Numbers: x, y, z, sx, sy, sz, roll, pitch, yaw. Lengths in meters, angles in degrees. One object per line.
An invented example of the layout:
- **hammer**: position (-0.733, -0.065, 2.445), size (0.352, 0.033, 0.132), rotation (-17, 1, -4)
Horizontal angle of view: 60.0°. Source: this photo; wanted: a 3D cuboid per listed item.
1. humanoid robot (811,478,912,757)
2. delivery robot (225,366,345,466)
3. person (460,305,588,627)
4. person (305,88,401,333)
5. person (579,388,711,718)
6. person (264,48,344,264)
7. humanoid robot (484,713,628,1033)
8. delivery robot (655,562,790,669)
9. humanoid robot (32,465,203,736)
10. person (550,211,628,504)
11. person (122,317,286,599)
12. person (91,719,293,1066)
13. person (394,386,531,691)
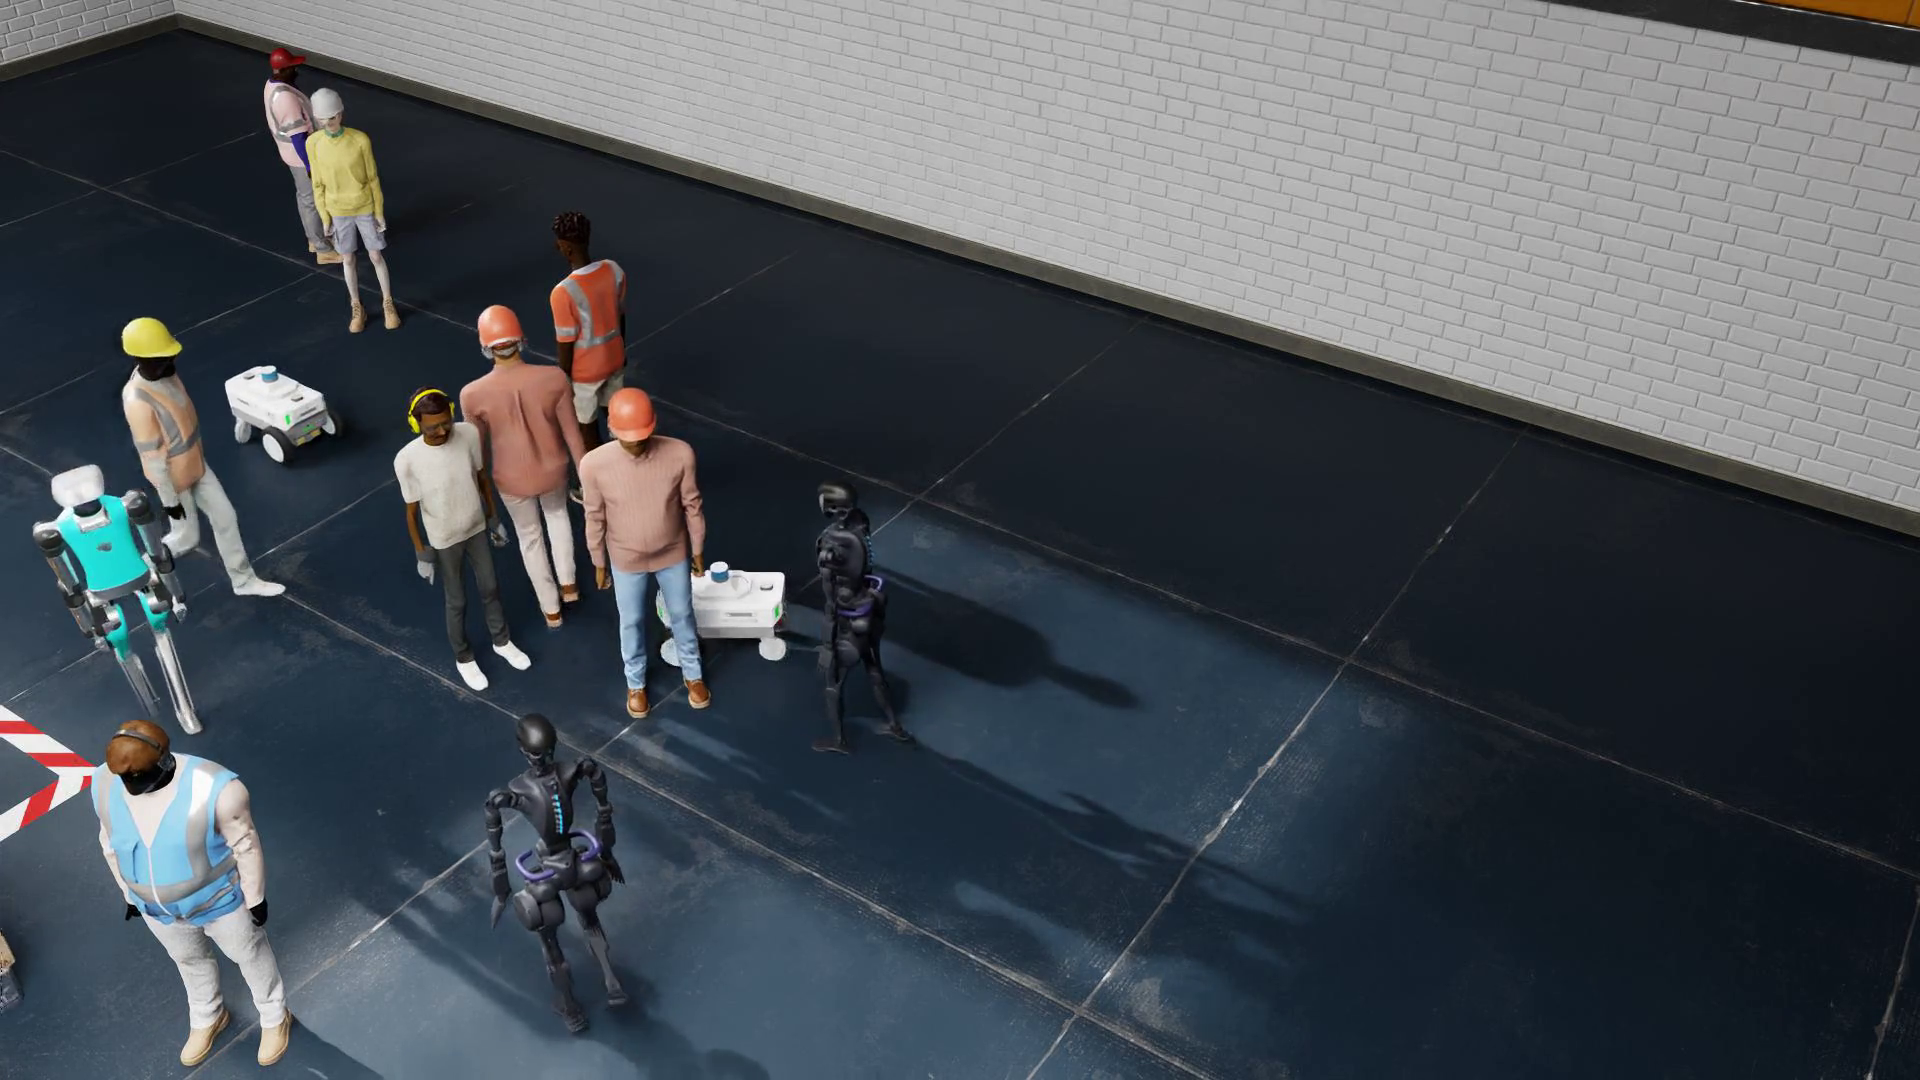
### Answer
- **humanoid robot**: position (-0.522, 0.407, 8.469), size (0.489, 1.640, 0.608), rotation (11, 36, 15)
- **delivery robot**: position (-4.610, -0.877, 11.277), size (0.777, 0.605, 0.521), rotation (22, 41, 28)
- **person**: position (-2.426, -0.408, 9.366), size (0.635, 1.966, 0.546), rotation (-14, 37, -19)
- **person**: position (-4.515, -2.444, 12.349), size (0.485, 1.885, 0.404), rotation (-8, 36, -12)
- **person**: position (-1.618, 0.072, 8.665), size (0.610, 1.986, 0.398), rotation (-9, 36, -13)
- **person**: position (-5.267, -3.092, 13.387), size (0.420, 1.752, 0.622), rotation (-18, 39, -24)
- **humanoid robot**: position (-1.672, 1.447, 6.971), size (0.591, 1.644, 0.431), rotation (-24, 41, -30)
- **delivery robot**: position (-1.353, 0.391, 9.450), size (0.792, 0.589, 0.499), rotation (0, 35, 0)
- **humanoid robot**: position (-4.321, 0.313, 8.596), size (0.558, 1.844, 0.830), rotation (-22, 40, -28)
- **person**: position (-2.295, -1.119, 10.402), size (0.388, 1.950, 0.613), rotation (17, 38, 22)
- **person**: position (-4.506, -0.409, 9.439), size (0.825, 1.896, 0.582), rotation (-2, 35, -4)
- **person**: position (-3.146, 1.454, 6.820), size (0.621, 1.838, 0.429), rotation (1, 35, 1)
- **person**: position (-2.673, -0.014, 8.903), size (0.338, 1.855, 0.523), rotation (29, 44, 34)
